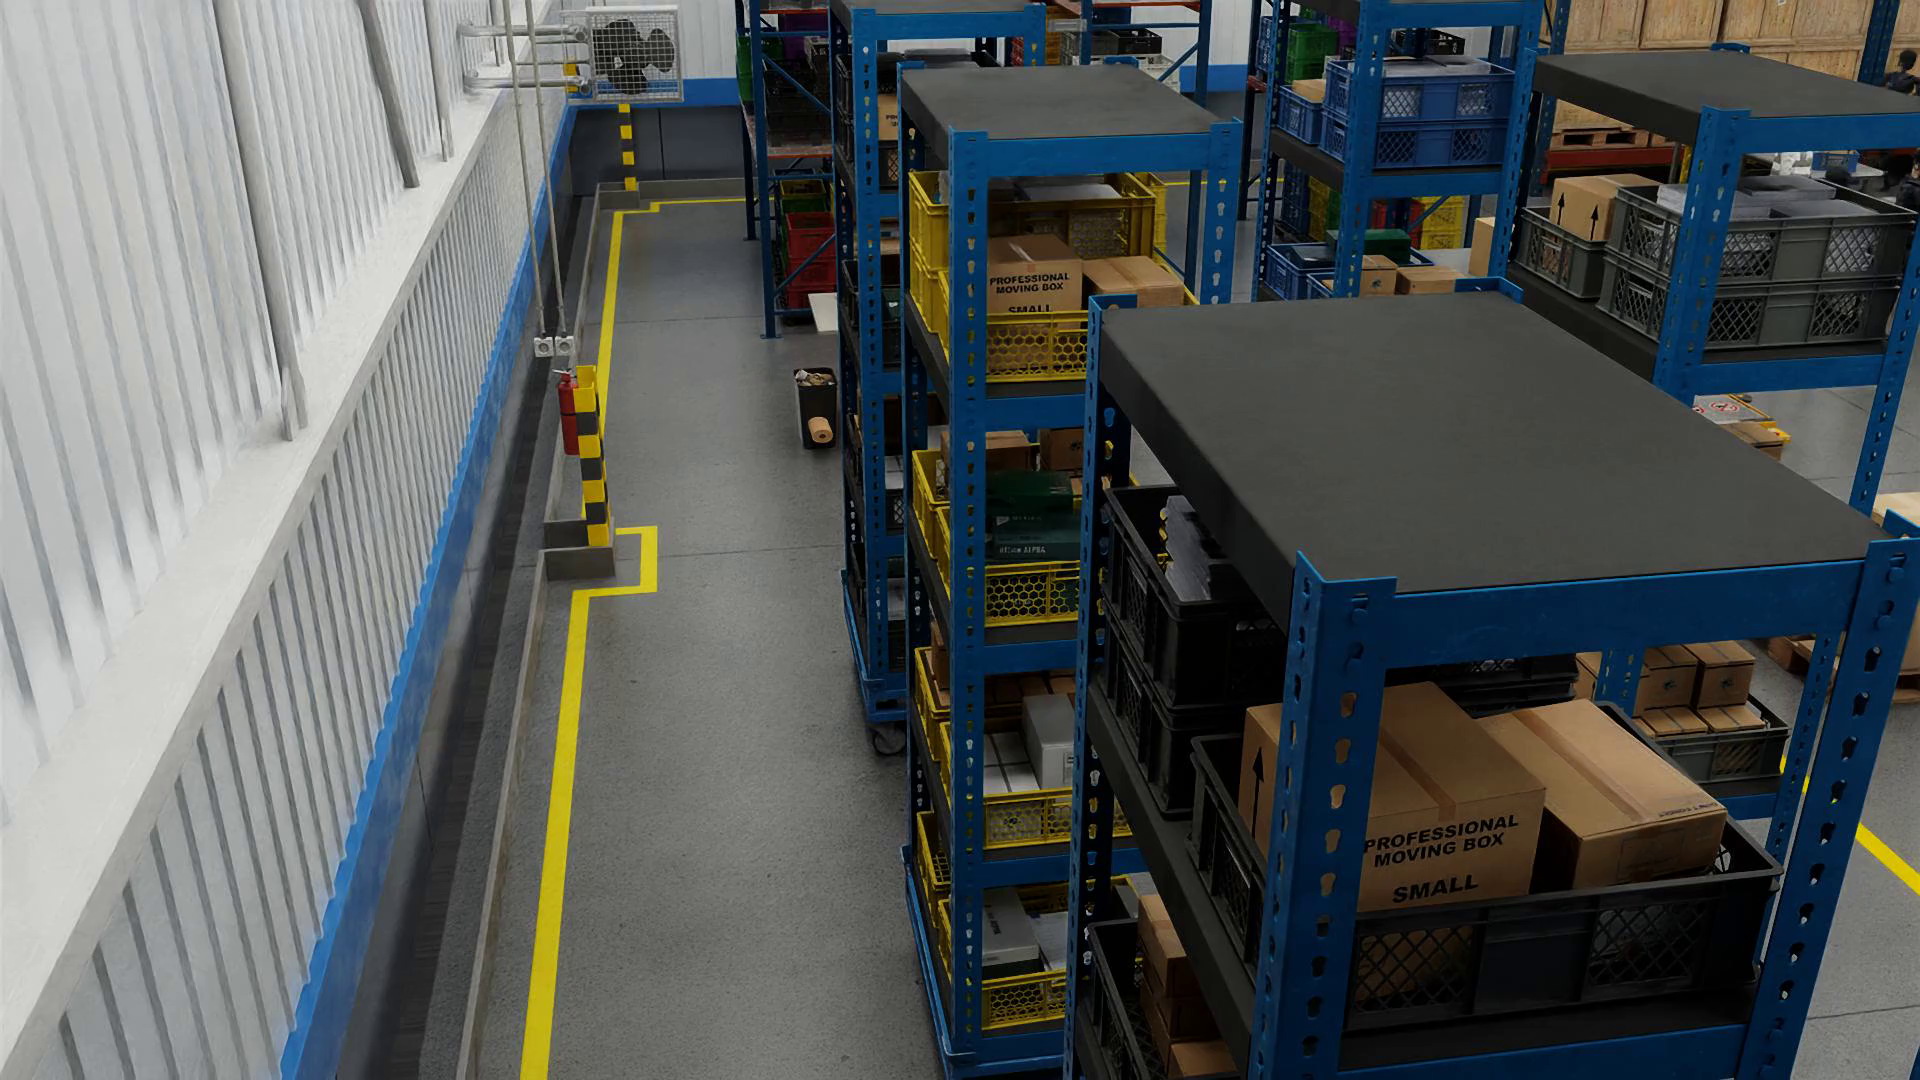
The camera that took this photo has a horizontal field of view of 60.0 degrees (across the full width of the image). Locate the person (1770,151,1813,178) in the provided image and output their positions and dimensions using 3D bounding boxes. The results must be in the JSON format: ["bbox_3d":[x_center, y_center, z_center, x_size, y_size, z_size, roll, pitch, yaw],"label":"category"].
[{"bbox_3d":[7.764,-3.314,15.570,0.356,1.884,0.573,16,29,31],"label":"person"}]

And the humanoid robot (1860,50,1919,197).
[{"bbox_3d":[10.663,-4.748,18.990,0.748,1.626,0.563,-6,25,-13],"label":"humanoid robot"}]

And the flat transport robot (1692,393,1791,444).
[{"bbox_3d":[5.224,-0.859,12.132,1.431,0.197,0.652,-4,25,-8],"label":"flat transport robot"}]

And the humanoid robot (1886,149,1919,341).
[{"bbox_3d":[7.904,-2.447,13.915,0.599,1.657,0.332,-16,29,-30],"label":"humanoid robot"}]

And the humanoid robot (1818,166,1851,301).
[{"bbox_3d":[6.795,-2.170,13.323,0.339,1.645,0.653,-20,31,-36],"label":"humanoid robot"}]
